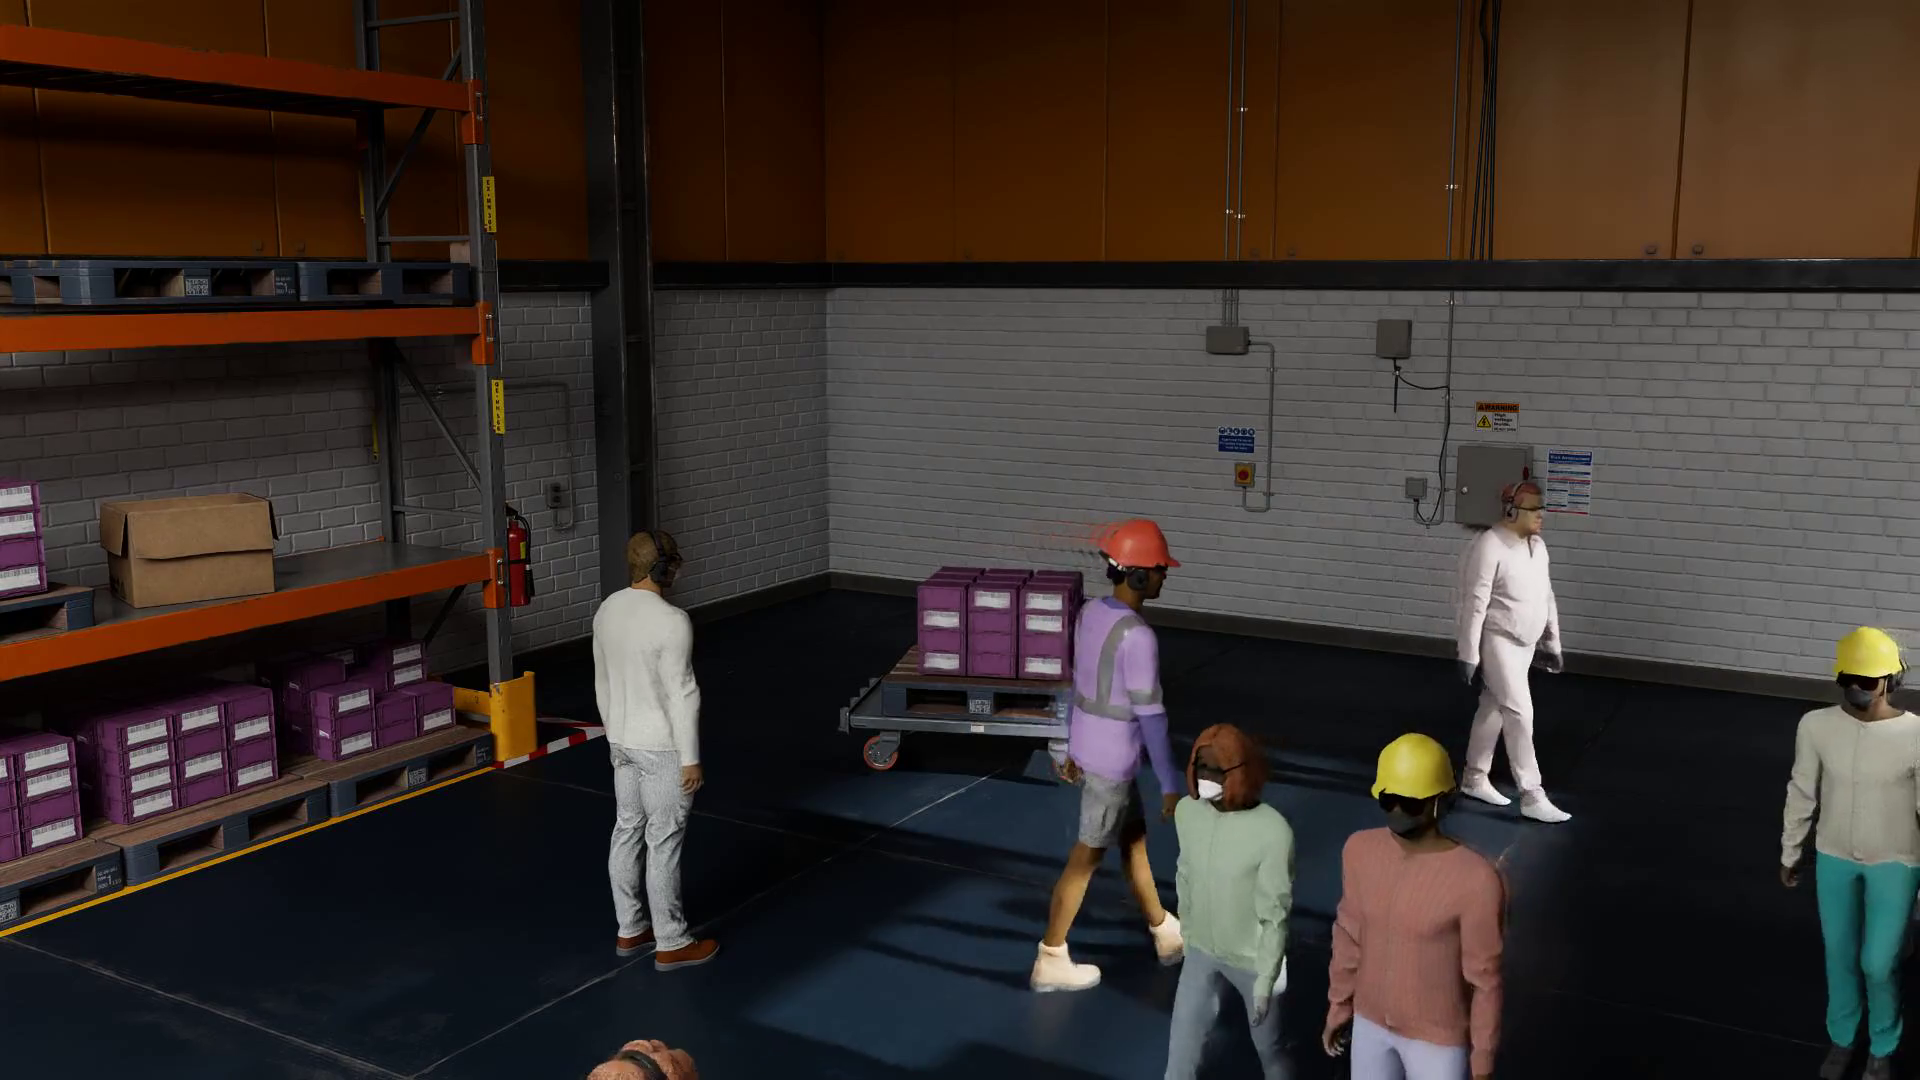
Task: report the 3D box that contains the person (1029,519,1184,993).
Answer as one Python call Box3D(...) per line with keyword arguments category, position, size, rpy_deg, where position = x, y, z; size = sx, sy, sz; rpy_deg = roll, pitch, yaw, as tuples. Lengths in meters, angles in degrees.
Box3D(category="person", position=(0.730, 0.913, 7.015), size=(0.989, 2.004, 0.646), rpy_deg=(-2, 9, -14))

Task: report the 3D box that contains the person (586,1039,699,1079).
Box3D(category="person", position=(-0.551, 1.727, 3.215), size=(0.514, 1.598, 0.848), rpy_deg=(6, 11, 33))

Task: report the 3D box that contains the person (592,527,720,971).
Box3D(category="person", position=(-1.350, 0.905, 7.291), size=(0.628, 1.940, 0.378), rpy_deg=(9, 13, 44))

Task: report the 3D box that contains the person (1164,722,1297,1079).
Box3D(category="person", position=(0.864, 1.378, 5.423), size=(0.514, 1.585, 0.847), rpy_deg=(9, 13, 44))

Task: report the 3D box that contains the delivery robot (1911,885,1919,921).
Box3D(category="delivery robot", position=(4.443, 1.536, 7.367), size=(0.707, 0.478, 0.477), rpy_deg=(5, 10, 30))

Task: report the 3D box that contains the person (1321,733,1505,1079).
Box3D(category="person", position=(1.329, 1.394, 4.811), size=(0.492, 1.751, 0.531), rpy_deg=(-8, 12, -40))

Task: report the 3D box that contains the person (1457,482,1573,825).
Box3D(category="person", position=(3.167, 0.622, 9.235), size=(0.680, 1.872, 0.863), rpy_deg=(-9, 12, -43))

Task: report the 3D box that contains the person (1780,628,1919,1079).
Box3D(category="person", position=(3.332, 1.178, 6.121), size=(0.441, 1.751, 0.572), rpy_deg=(-8, 12, -41))
